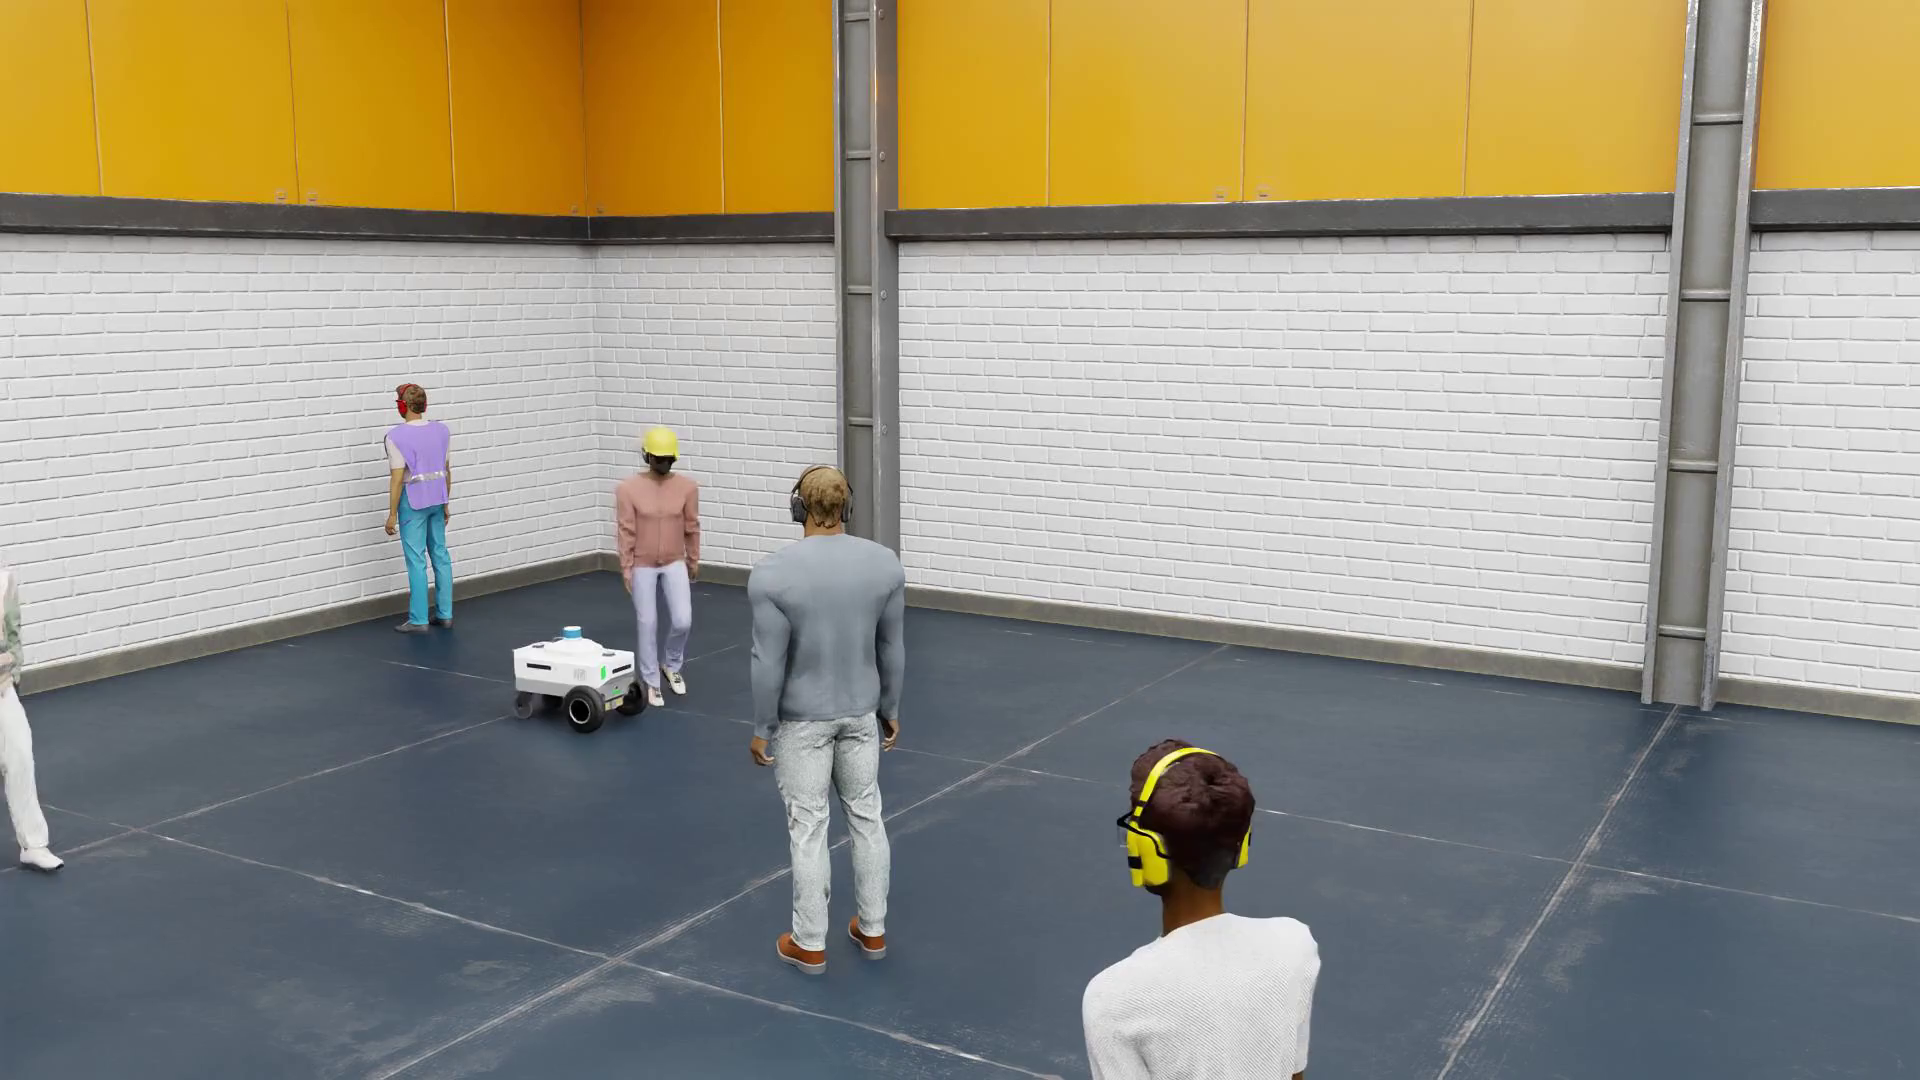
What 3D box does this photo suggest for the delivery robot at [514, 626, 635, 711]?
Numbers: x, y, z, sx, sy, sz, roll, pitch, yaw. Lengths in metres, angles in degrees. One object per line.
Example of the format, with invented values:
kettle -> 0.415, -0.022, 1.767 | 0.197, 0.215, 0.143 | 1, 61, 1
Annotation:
delivery robot -> -2.286, 0.755, 9.839 | 0.707, 0.478, 0.477 | 4, 10, 25

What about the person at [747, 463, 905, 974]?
person -> -0.503, 0.675, 6.328 | 0.635, 1.937, 0.353 | -5, 10, -28

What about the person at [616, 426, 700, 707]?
person -> -1.829, 0.164, 10.144 | 0.528, 1.746, 0.407 | -4, 10, -23

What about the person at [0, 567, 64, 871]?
person -> -4.282, 0.689, 7.271 | 0.759, 1.611, 0.529 | 6, 11, 32

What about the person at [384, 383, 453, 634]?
person -> -3.970, -0.229, 12.250 | 0.388, 1.847, 0.563 | 5, 11, 30

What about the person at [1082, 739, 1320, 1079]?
person -> 0.389, 1.265, 2.881 | 0.534, 1.862, 0.311 | -6, 11, -35
